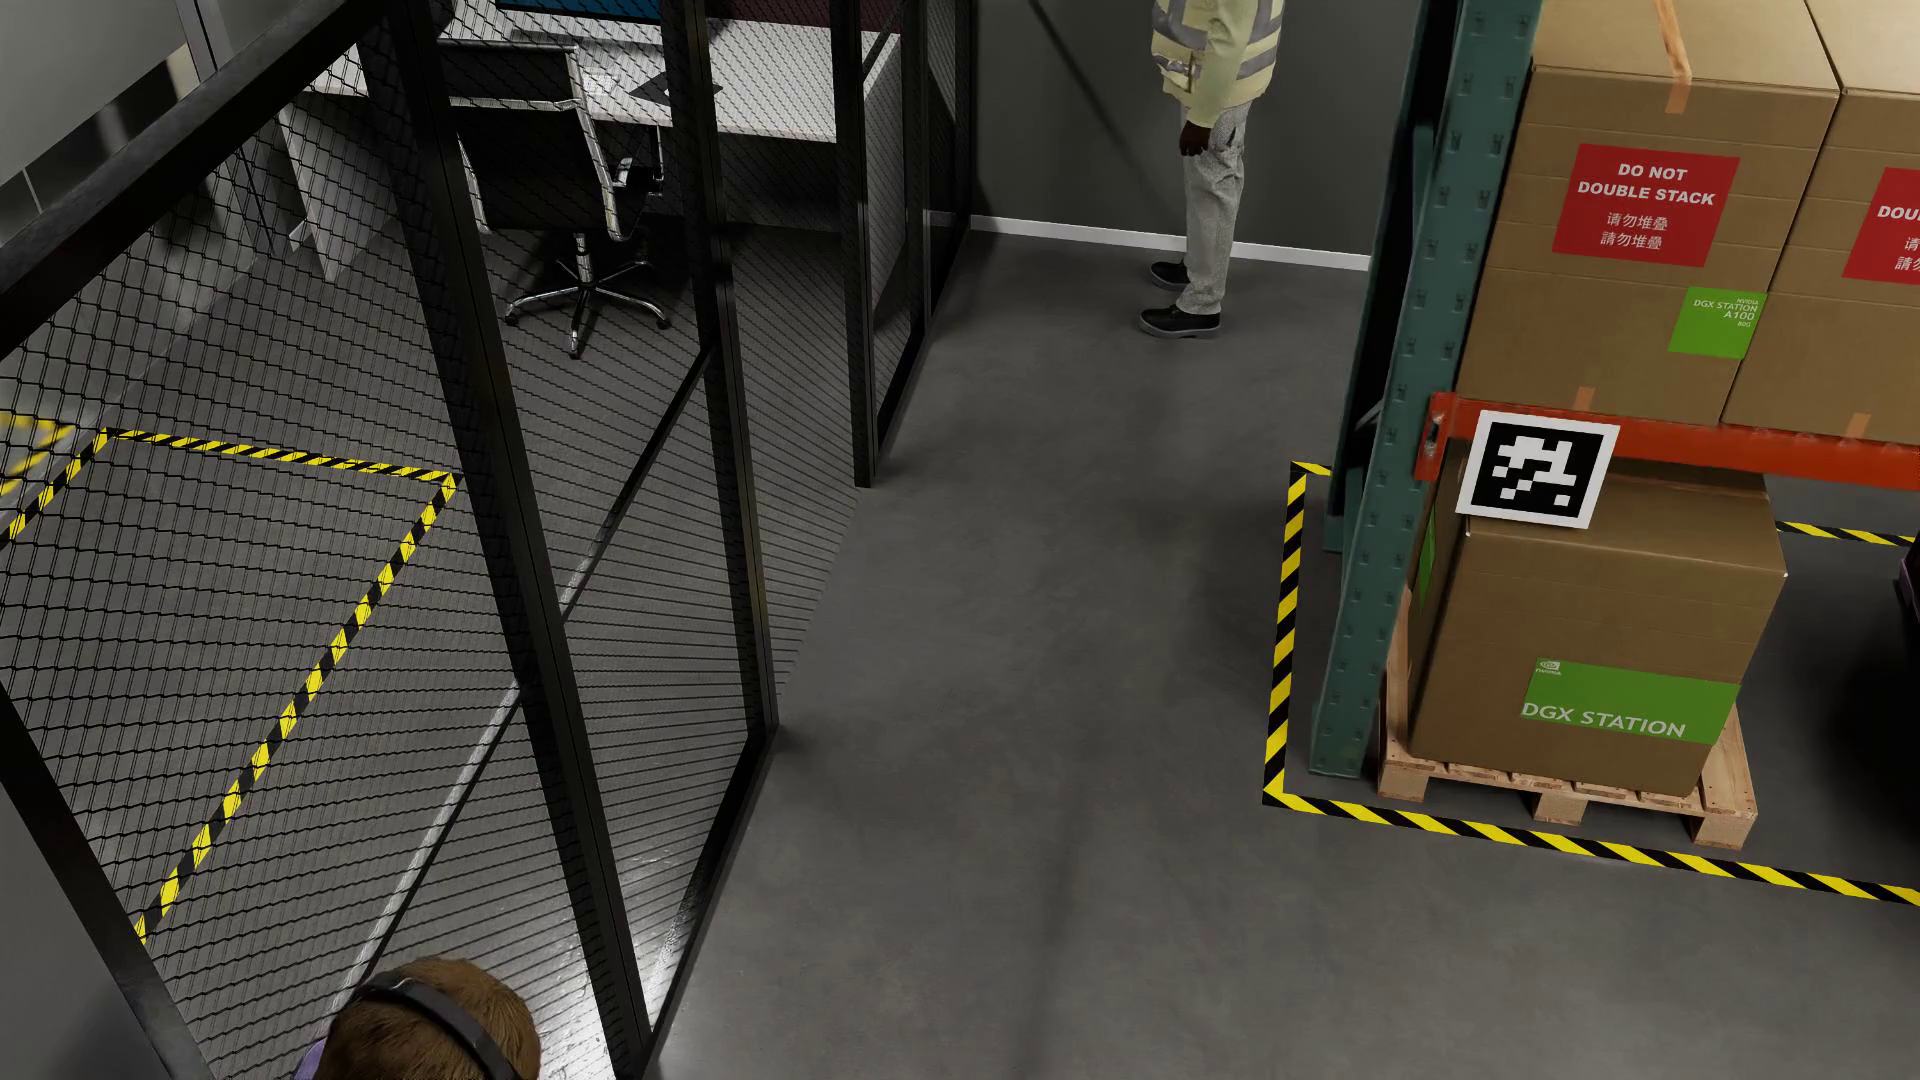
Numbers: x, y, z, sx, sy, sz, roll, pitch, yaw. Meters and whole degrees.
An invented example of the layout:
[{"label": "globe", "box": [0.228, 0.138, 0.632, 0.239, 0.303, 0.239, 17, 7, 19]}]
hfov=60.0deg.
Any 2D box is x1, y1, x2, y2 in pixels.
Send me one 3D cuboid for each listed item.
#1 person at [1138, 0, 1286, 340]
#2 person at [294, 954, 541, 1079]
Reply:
[{"label": "person", "box": [0.801, -1.496, 5.299, 0.403, 1.834, 0.588, 9, 42, 10]}, {"label": "person", "box": [-0.518, 1.155, 2.168, 0.627, 1.940, 0.372, 19, 45, 21]}]
